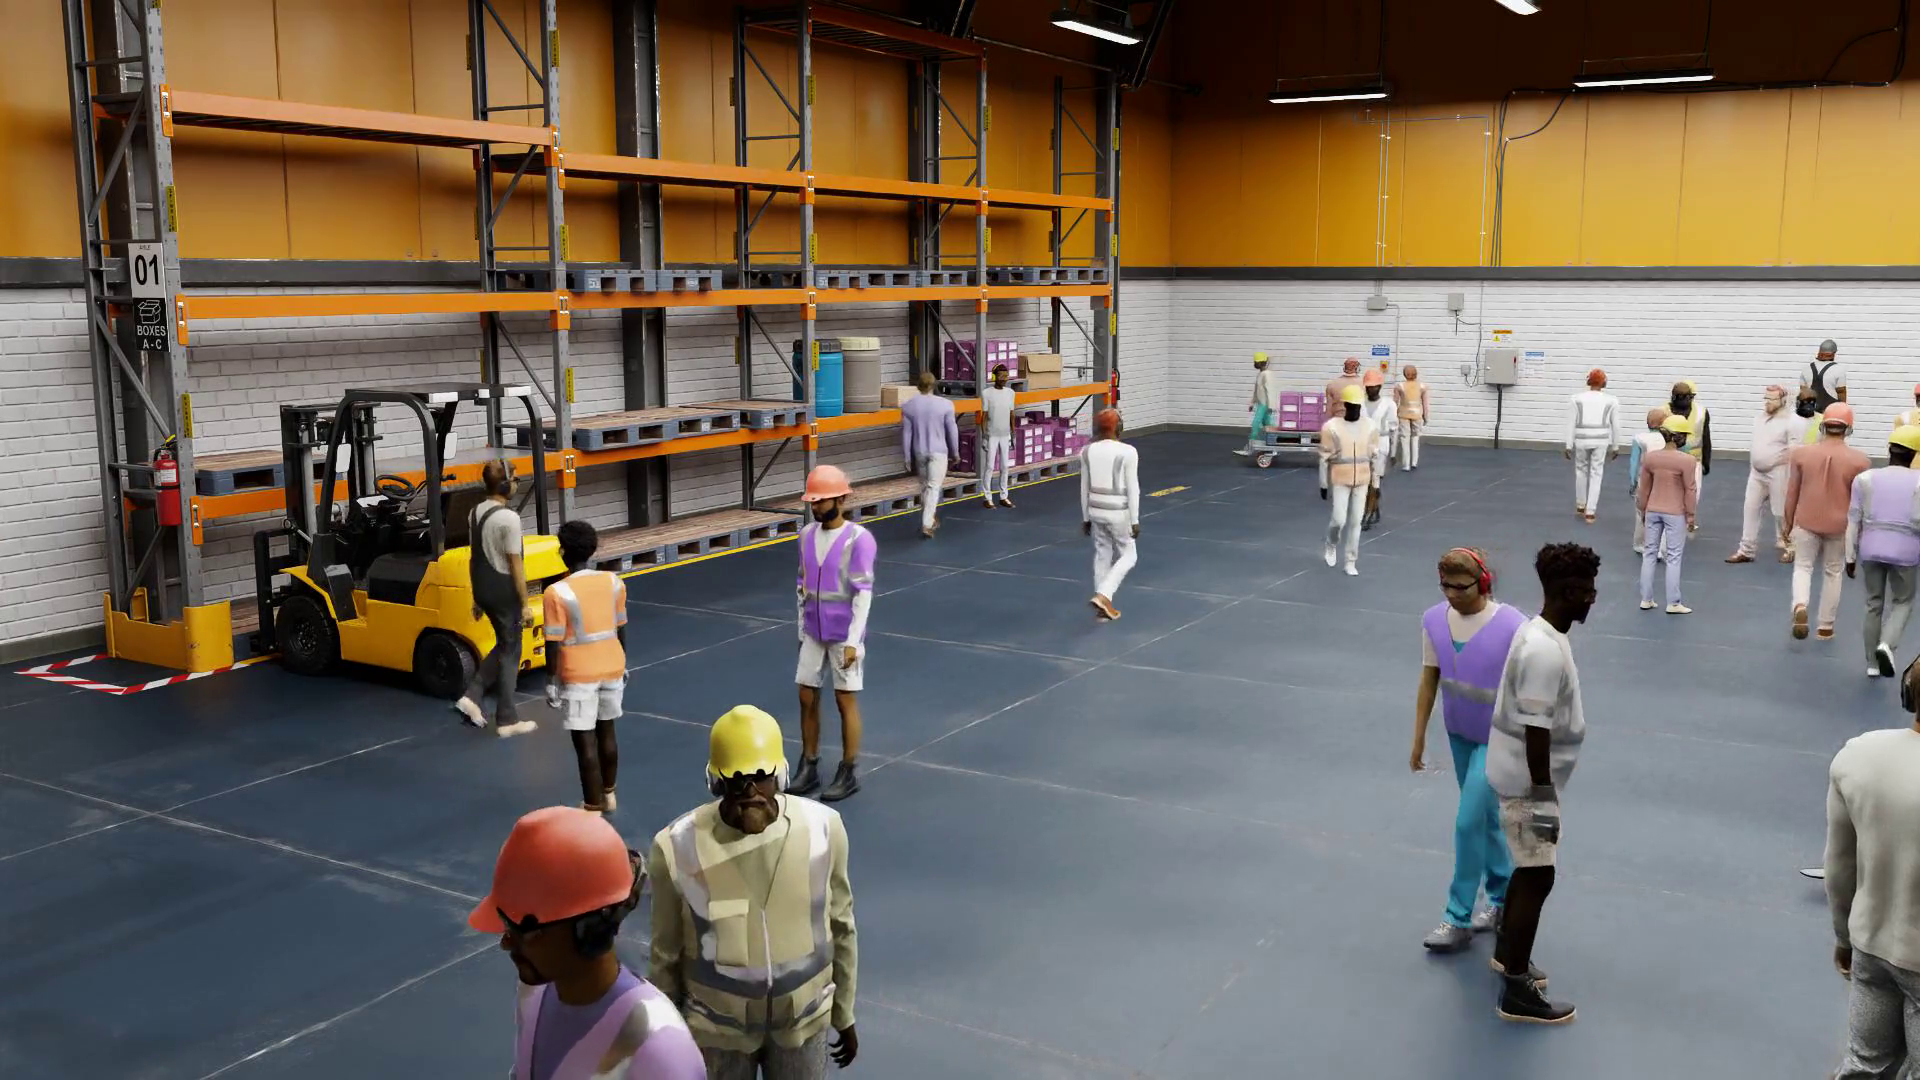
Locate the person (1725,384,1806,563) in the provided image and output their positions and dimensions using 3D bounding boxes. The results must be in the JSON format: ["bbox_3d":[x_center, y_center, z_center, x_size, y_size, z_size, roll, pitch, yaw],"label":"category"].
[{"bbox_3d":[8.424,-0.674,17.234,0.794,1.875,0.662,-3,10,-19],"label":"person"}]

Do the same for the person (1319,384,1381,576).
[{"bbox_3d":[3.902,-0.603,16.644,0.590,1.912,0.471,-1,9,-4],"label":"person"}]

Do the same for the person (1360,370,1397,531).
[{"bbox_3d":[4.888,-1.084,19.749,0.563,1.886,1.005,5,11,30],"label":"person"}]

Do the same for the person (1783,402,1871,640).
[{"bbox_3d":[7.008,-0.130,13.489,0.626,1.979,0.716,6,11,34],"label":"person"}]

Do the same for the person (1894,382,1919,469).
[{"bbox_3d":[10.134,-0.744,17.582,0.540,1.884,0.950,5,11,30],"label":"person"}]

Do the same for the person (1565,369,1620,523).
[{"bbox_3d":[7.743,-1.161,20.336,0.601,1.838,0.939,4,10,24],"label":"person"}]

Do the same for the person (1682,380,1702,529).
[{"bbox_3d":[8.483,-0.997,19.577,0.327,1.761,0.522,-8,12,-42],"label":"person"}]

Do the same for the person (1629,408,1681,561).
[{"bbox_3d":[7.322,-0.588,17.545,0.500,1.594,0.834,3,10,18],"label":"person"}]

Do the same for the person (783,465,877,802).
[{"bbox_3d":[-0.744,0.534,9.500,0.560,1.932,0.417,6,11,32],"label":"person"}]

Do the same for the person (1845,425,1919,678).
[{"bbox_3d":[6.840,0.105,12.246,0.606,1.901,0.517,7,12,38],"label":"person"}]

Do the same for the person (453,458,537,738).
[{"bbox_3d":[-2.967,0.387,10.736,0.441,1.832,0.519,-8,12,-42],"label":"person"}]

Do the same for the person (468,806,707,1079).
[{"bbox_3d":[-0.747,1.490,3.361,1.070,1.986,0.633,-6,11,-33],"label":"person"}]

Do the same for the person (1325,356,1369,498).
[{"bbox_3d":[5.205,-1.492,22.208,0.645,1.907,0.400,4,10,22],"label":"person"}]

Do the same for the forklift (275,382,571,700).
[{"bbox_3d":[-3.974,-0.067,12.417,2.313,2.155,1.214,5,11,30],"label":"forklift"}]

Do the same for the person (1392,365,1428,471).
[{"bbox_3d":[6.860,-1.870,25.448,0.538,1.614,0.611,0,9,3],"label":"person"}]

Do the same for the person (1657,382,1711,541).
[{"bbox_3d":[8.005,-0.855,18.517,0.652,1.818,0.437,2,9,15],"label":"person"}]

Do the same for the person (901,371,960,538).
[{"bbox_3d":[-0.353,-0.985,19.087,0.639,1.903,0.970,3,10,20],"label":"person"}]

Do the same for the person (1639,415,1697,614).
[{"bbox_3d":[6.285,-0.227,14.763,0.329,1.764,0.524,-6,11,-33],"label":"person"}]

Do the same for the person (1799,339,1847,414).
[{"bbox_3d":[12.875,-1.964,24.735,0.537,2.000,0.682,-6,11,-32],"label":"person"}]

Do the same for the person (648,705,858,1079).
[{"bbox_3d":[-0.579,1.352,4.730,0.596,1.827,0.403,-3,9,-16],"label":"person"}]

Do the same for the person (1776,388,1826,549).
[{"bbox_3d":[8.987,-0.737,17.842,0.624,1.803,0.947,4,10,24],"label":"person"}]

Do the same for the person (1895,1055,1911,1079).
[{"bbox_3d":[3.493,1.223,5.480,0.531,1.840,0.909,-8,12,-40],"label":"person"}]

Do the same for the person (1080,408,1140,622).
[{"bbox_3d":[1.275,-0.199,14.270,0.598,1.860,0.461,7,12,39],"label":"person"}]

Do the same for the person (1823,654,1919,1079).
[{"bbox_3d":[2.863,1.257,4.944,0.364,1.939,0.636,-3,10,-21],"label":"person"}]

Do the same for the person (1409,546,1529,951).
[{"bbox_3d":[2.269,0.921,7.459,0.782,1.796,0.594,-5,10,-29],"label":"person"}]

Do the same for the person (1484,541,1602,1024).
[{"bbox_3d":[2.373,0.961,6.835,0.410,1.938,0.697,4,10,23],"label":"person"}]

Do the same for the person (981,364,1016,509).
[{"bbox_3d":[0.495,-1.325,21.315,0.513,1.862,0.327,-5,10,-29],"label":"person"}]

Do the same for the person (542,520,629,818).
[{"bbox_3d":[-2.032,0.731,9.041,0.437,1.676,0.573,7,11,37],"label":"person"}]

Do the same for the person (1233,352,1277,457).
[{"bbox_3d":[4.828,-2.201,27.169,0.852,1.729,0.548,0,9,-2],"label":"person"}]
